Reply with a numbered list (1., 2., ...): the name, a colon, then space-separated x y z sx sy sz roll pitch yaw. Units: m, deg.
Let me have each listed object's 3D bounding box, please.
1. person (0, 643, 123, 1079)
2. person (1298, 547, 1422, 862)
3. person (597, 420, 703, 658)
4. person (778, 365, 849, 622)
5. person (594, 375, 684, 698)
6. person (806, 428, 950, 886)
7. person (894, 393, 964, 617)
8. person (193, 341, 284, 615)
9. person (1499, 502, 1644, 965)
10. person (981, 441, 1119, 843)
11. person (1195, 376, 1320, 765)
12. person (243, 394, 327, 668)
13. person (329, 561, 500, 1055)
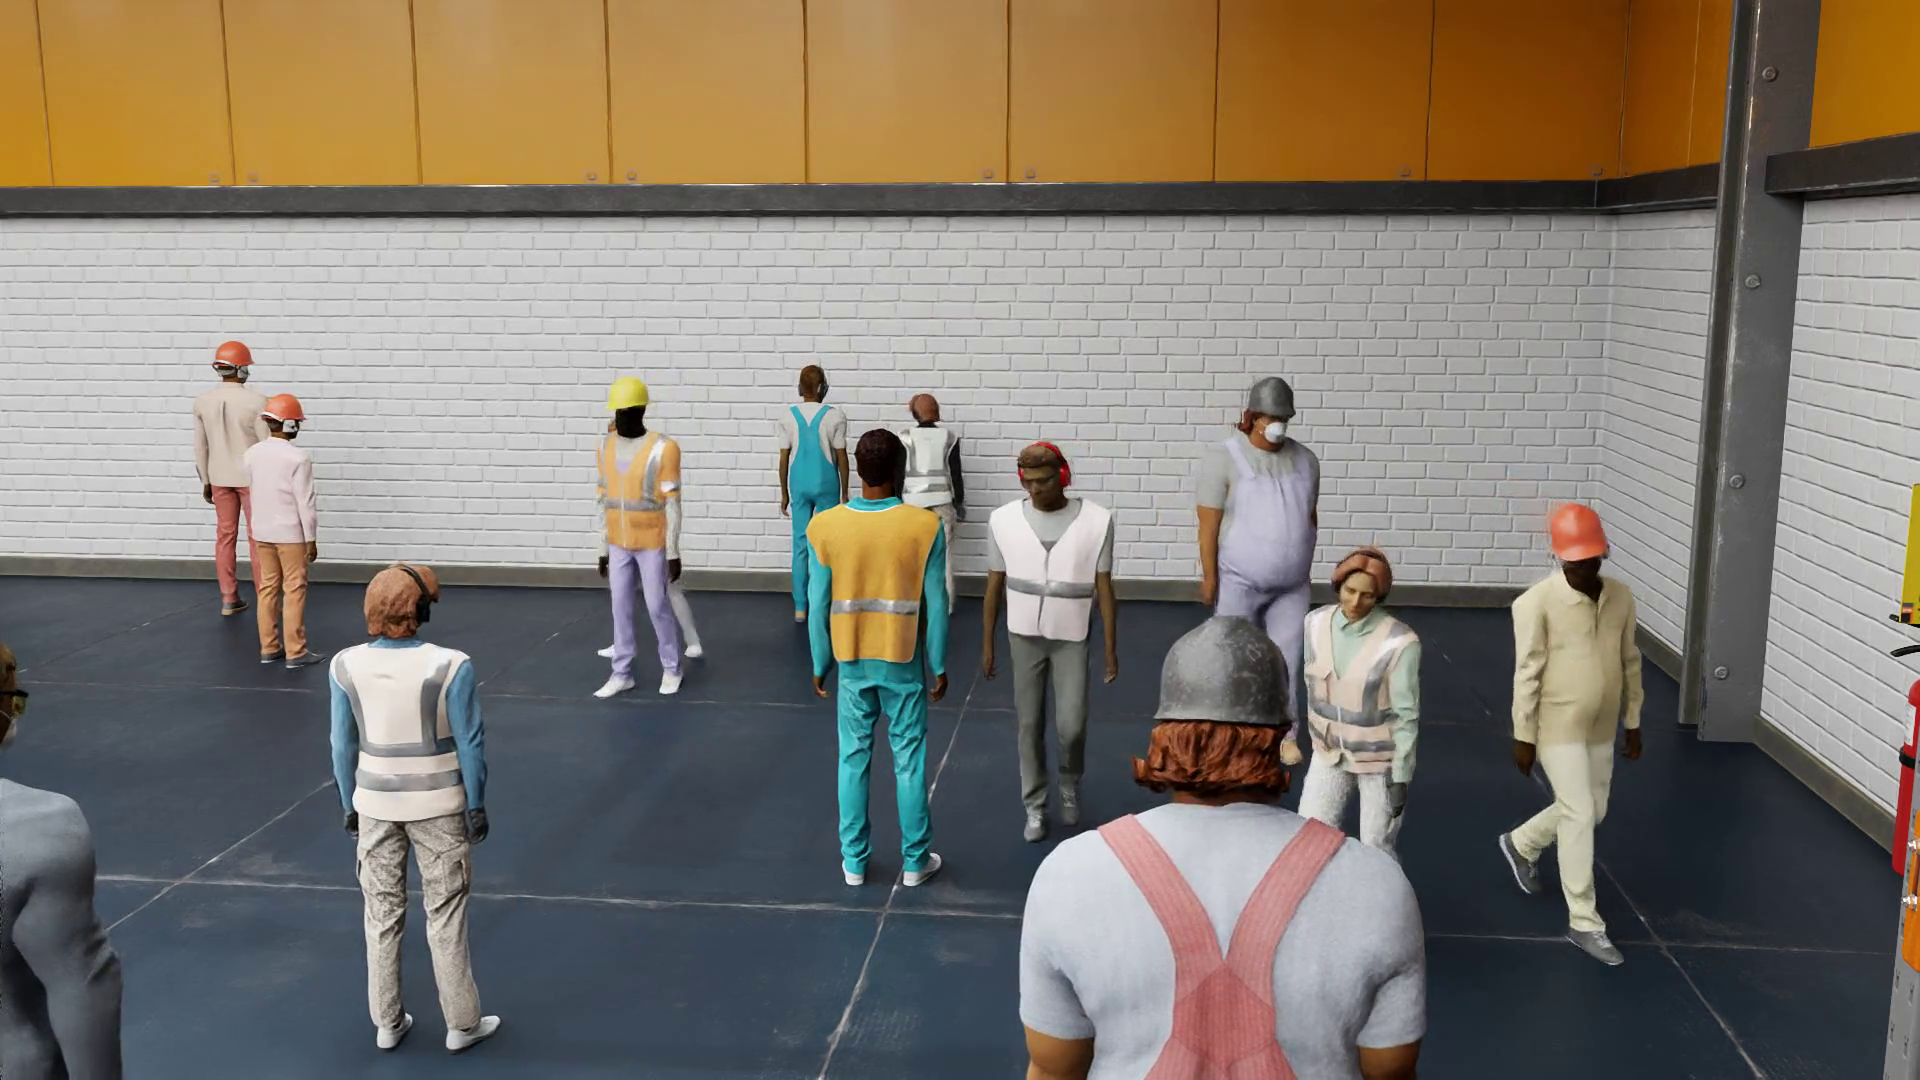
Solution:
1. person: -1.955 1.118 3.322 0.627 1.933 0.376 1 10 8
2. person: 1.470 0.802 6.043 0.506 1.605 0.531 -10 14 -44
3. person: -1.984 0.001 10.732 0.726 1.584 0.515 5 11 25
4. person: -1.032 -0.322 11.837 0.505 1.838 0.349 1 10 8
5. person: -1.901 -0.009 9.844 0.600 1.941 0.400 4 11 24
6. person: -0.336 0.498 6.911 0.587 1.920 0.397 1 10 8
7. person: -0.238 -0.257 12.111 0.548 1.611 0.561 -3 10 -16
8. person: -5.221 -0.443 12.078 0.610 1.996 0.386 1 10 8
9. person: 2.364 0.688 6.425 0.584 1.709 0.759 -5 11 -24
10. person: 0.403 0.455 7.428 0.614 1.818 0.445 2 10 9
11. person: 1.571 0.102 8.825 0.683 2.000 0.850 -2 10 -11
12. person: -4.293 -0.062 10.630 0.557 1.743 0.362 5 11 27
13. person: -1.800 0.888 5.468 0.514 1.642 0.314 1 10 8
